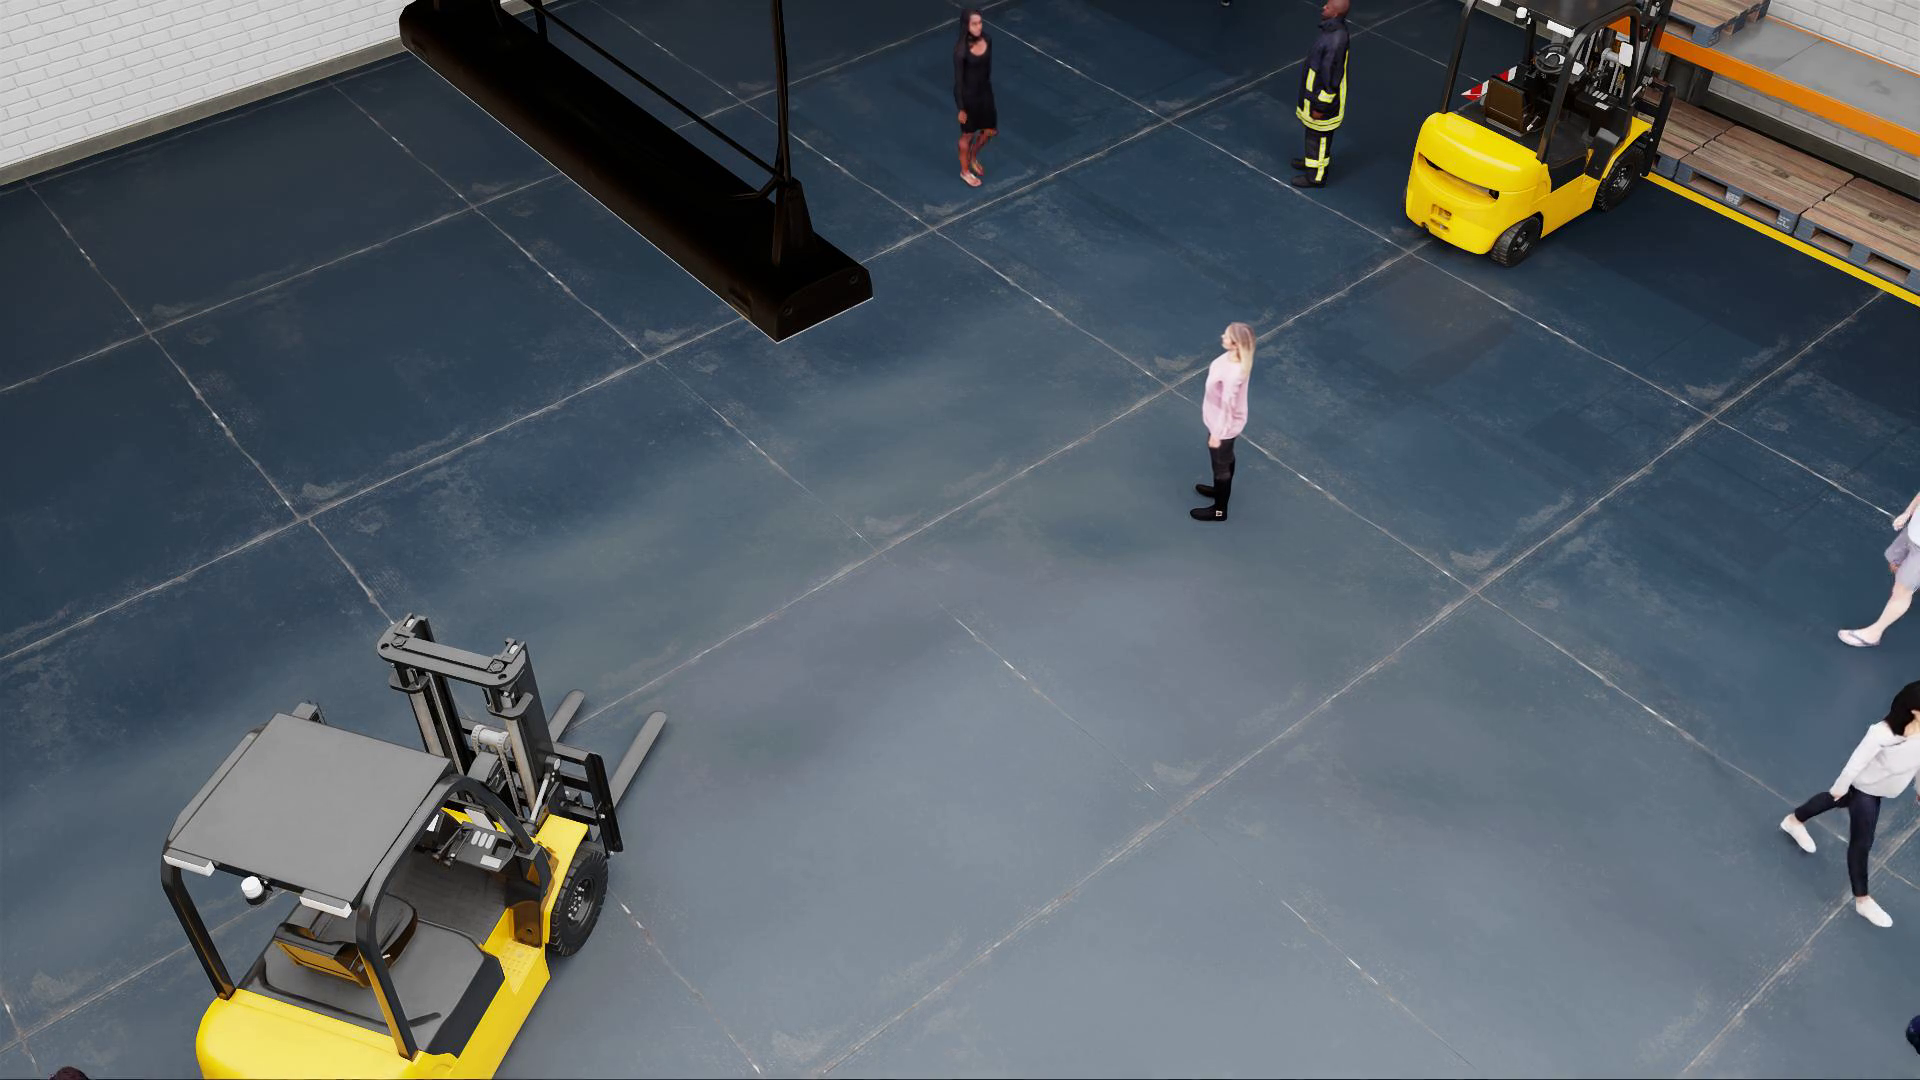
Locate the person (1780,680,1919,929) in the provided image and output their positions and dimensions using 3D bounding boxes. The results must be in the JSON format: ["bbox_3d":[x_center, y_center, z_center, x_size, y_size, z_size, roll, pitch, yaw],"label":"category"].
[{"bbox_3d":[5.127,1.314,9.477,0.816,1.652,1.164,-18,46,-18],"label":"person"}]

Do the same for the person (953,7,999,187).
[{"bbox_3d":[0.059,-4.018,15.030,0.629,1.712,0.649,34,53,30],"label":"person"}]

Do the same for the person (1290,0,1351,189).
[{"bbox_3d":[3.295,-4.065,15.001,0.897,1.822,0.864,8,44,9],"label":"person"}]

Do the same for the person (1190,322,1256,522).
[{"bbox_3d":[1.887,-0.841,11.714,0.711,1.687,0.687,12,45,12],"label":"person"}]

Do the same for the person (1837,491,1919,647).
[{"bbox_3d":[6.356,0.006,10.732,1.081,1.815,1.046,0,44,0],"label":"person"}]
